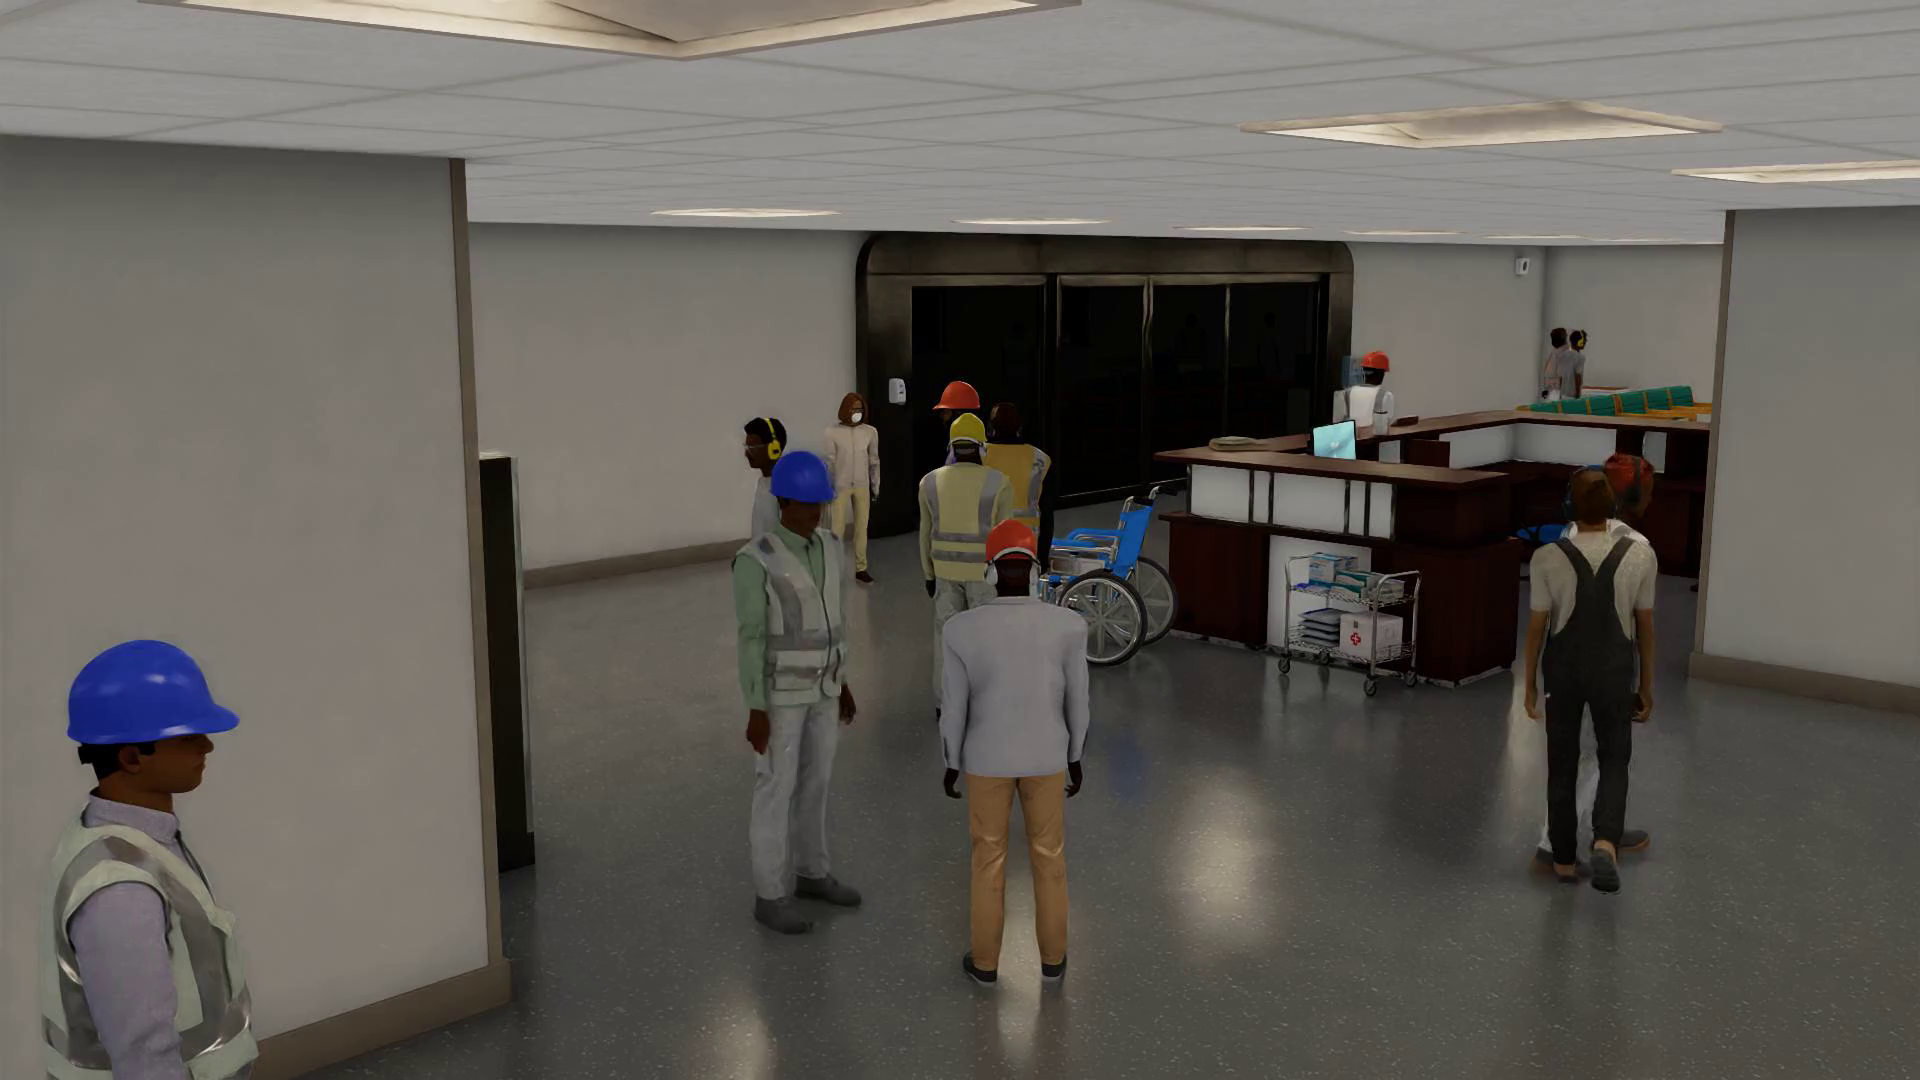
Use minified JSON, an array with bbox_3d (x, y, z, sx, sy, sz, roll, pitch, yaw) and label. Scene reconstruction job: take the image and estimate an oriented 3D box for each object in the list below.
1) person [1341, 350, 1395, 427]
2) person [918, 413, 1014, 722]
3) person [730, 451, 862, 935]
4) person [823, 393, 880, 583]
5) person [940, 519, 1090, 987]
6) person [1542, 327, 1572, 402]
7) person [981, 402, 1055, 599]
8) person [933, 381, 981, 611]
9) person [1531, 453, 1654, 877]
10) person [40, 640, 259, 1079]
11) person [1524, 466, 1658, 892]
[{"bbox_3d":[3.813,-0.800,15.443,0.543,1.905,0.737,7,12,38],"label":"person"},{"bbox_3d":[0.053,0.175,9.713,0.593,1.826,0.404,3,10,20],"label":"person"},{"bbox_3d":[-0.642,0.605,6.741,0.412,1.937,0.629,7,11,35],"label":"person"},{"bbox_3d":[-0.912,-0.431,14.033,0.504,1.627,0.285,-4,10,-24],"label":"person"},{"bbox_3d":[0.200,0.789,6.173,0.560,1.743,0.334,-1,9,-7],"label":"person"},{"bbox_3d":[8.630,-2.181,24.182,0.673,1.809,0.675,1,9,5],"label":"person"},{"bbox_3d":[0.279,0.057,10.426,0.617,1.836,0.433,-1,9,-6],"label":"person"},{"bbox_3d":[0.010,-0.053,10.743,0.366,1.939,0.542,1,9,7],"label":"person"},{"bbox_3d":[2.841,0.542,7.373,0.540,1.889,0.605,-1,9,-9],"label":"person"},{"bbox_3d":[-1.587,1.155,3.309,0.389,1.948,0.605,-5,11,-28],"label":"person"},{"bbox_3d":[2.653,0.605,7.020,0.539,1.833,0.586,3,10,15],"label":"person"}]
